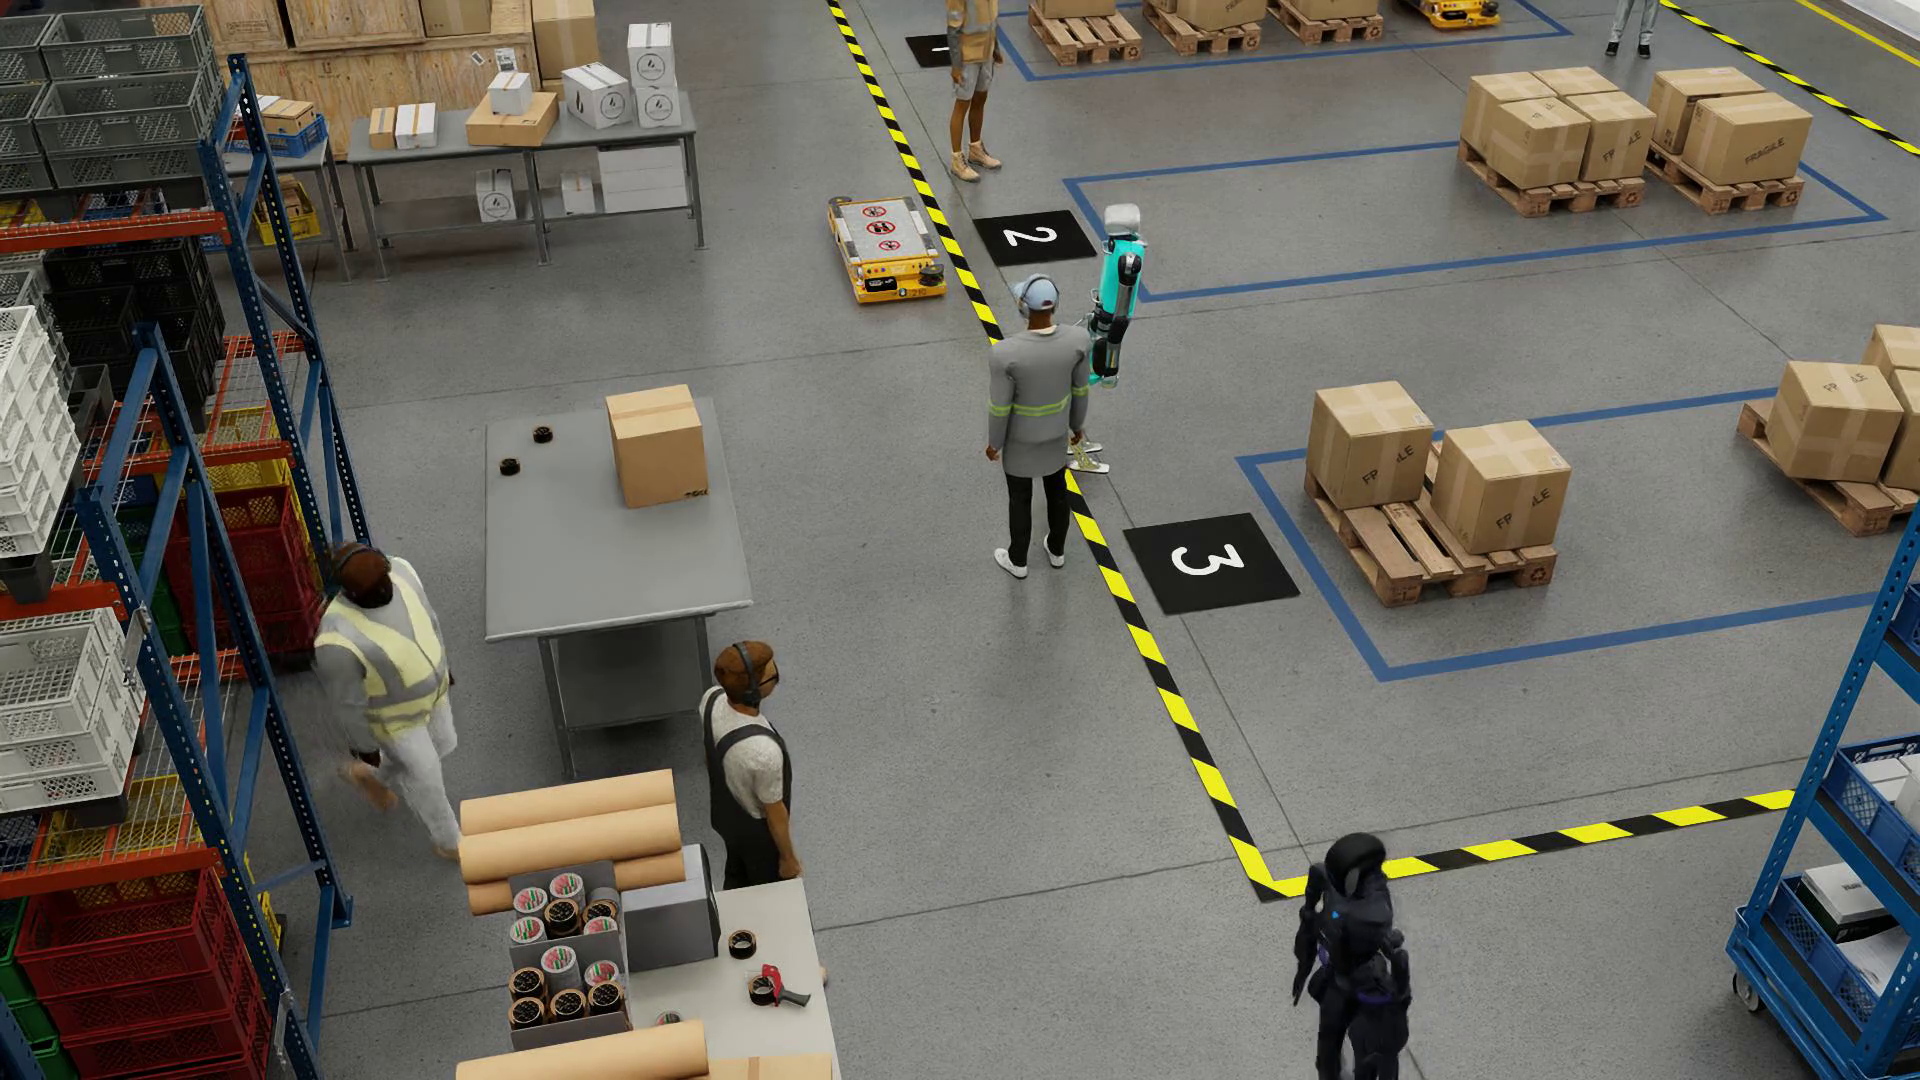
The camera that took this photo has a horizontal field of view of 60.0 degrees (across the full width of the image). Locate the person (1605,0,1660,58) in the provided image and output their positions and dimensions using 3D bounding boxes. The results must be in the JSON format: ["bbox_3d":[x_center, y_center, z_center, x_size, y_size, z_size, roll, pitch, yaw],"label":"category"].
[{"bbox_3d":[6.476,-5.429,15.549,0.588,1.822,0.403,9,38,12],"label":"person"}]

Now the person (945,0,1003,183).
[{"bbox_3d":[0.138,-3.900,13.315,0.385,2.039,0.605,25,44,30],"label":"person"}]

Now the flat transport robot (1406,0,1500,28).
[{"bbox_3d":[4.917,-5.607,17.066,0.652,0.197,1.431,-8,37,-10],"label":"flat transport robot"}]

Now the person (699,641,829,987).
[{"bbox_3d":[-0.818,1.142,6.698,0.351,1.846,0.505,-24,43,-28],"label":"person"}]

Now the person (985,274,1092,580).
[{"bbox_3d":[0.406,-0.616,9.055,0.596,1.850,0.384,-14,39,-18],"label":"person"}]

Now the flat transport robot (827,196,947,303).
[{"bbox_3d":[-0.570,-2.220,12.538,0.659,0.231,1.431,-8,37,-10],"label":"flat transport robot"}]

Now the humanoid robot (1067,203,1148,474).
[{"bbox_3d":[0.690,-1.170,9.783,0.735,1.677,0.533,-1,37,-1],"label":"humanoid robot"}]

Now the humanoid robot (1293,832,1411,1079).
[{"bbox_3d":[1.518,1.689,6.136,0.504,1.643,0.605,-12,38,-16],"label":"humanoid robot"}]

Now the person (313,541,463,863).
[{"bbox_3d":[-2.517,0.700,7.315,0.688,1.819,0.635,10,38,13],"label":"person"}]
